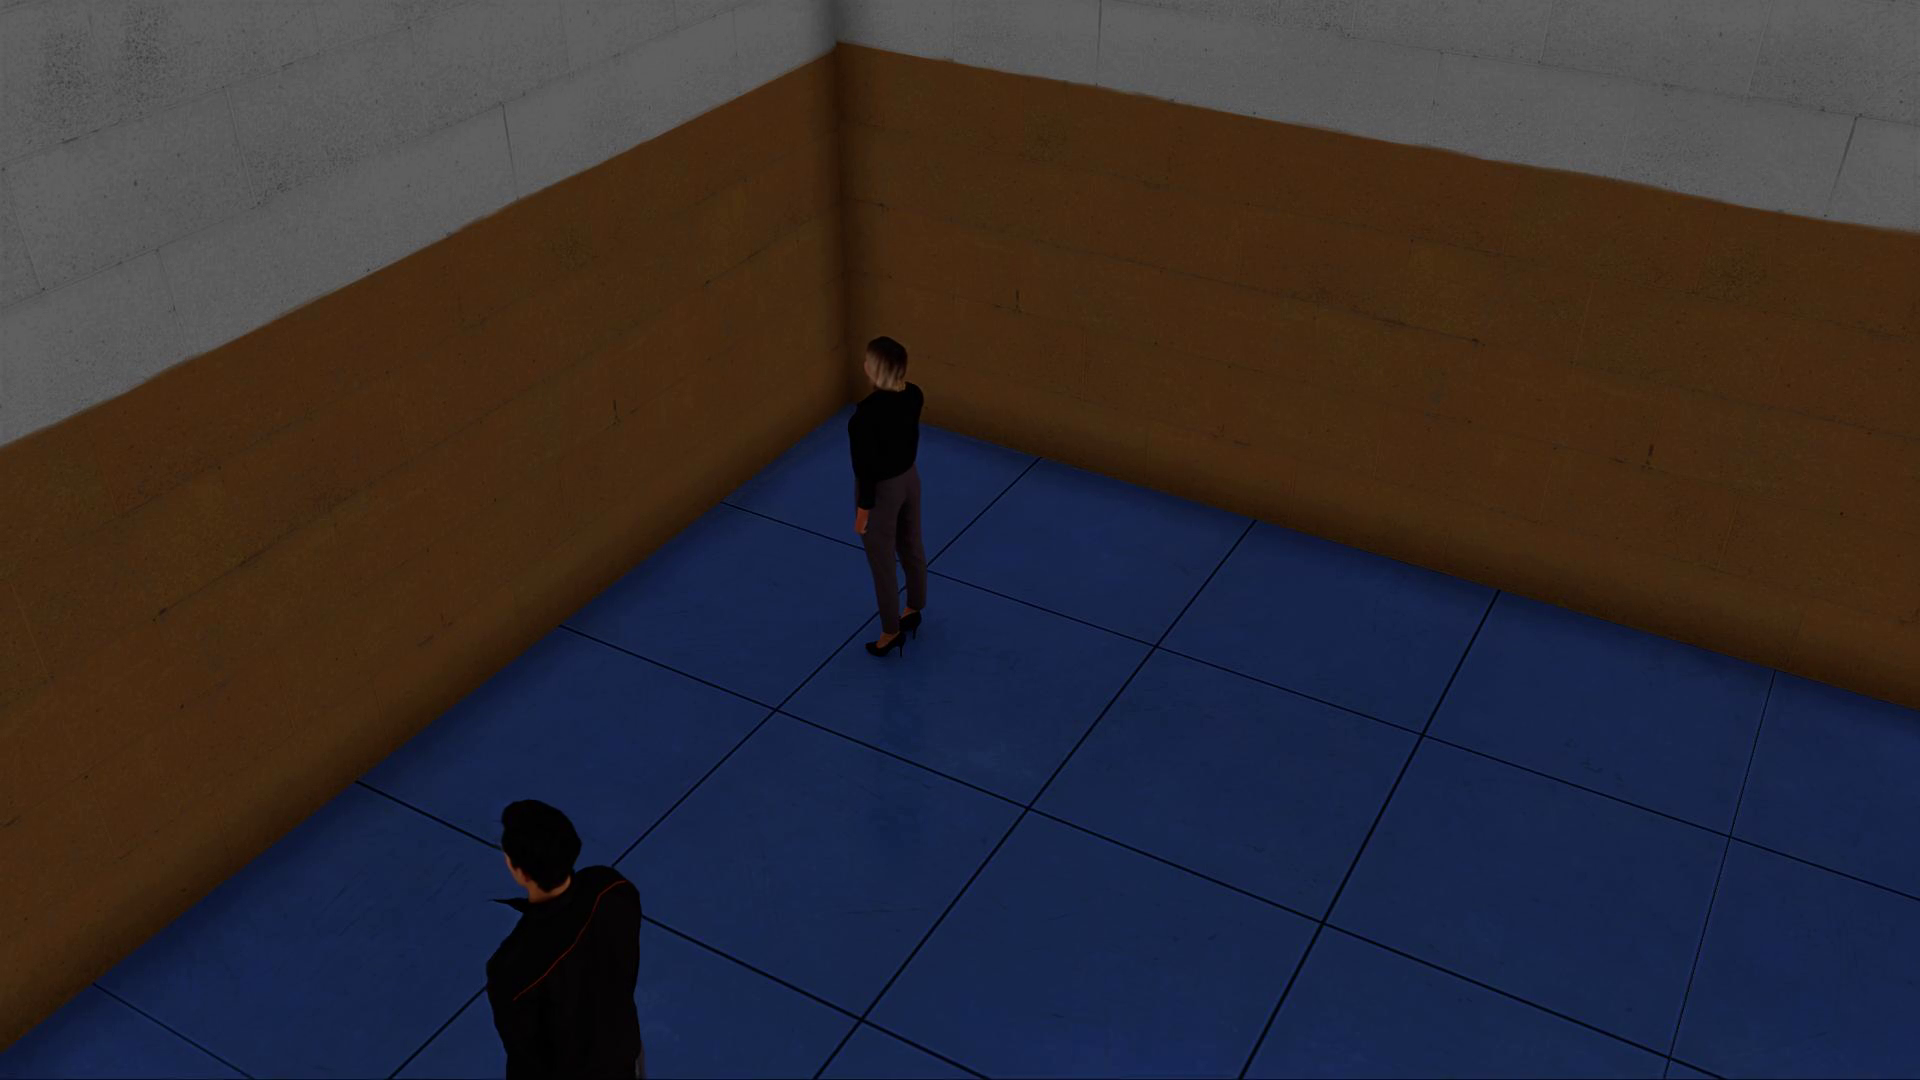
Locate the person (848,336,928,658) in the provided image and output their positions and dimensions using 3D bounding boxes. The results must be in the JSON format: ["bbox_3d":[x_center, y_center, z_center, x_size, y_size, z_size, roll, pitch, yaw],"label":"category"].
[{"bbox_3d":[-0.317,-0.183,7.722,0.672,1.672,0.494,22,39,29],"label":"person"}]

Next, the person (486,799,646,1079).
[{"bbox_3d":[-1.115,1.520,4.914,0.765,1.946,0.535,15,37,22],"label":"person"}]
